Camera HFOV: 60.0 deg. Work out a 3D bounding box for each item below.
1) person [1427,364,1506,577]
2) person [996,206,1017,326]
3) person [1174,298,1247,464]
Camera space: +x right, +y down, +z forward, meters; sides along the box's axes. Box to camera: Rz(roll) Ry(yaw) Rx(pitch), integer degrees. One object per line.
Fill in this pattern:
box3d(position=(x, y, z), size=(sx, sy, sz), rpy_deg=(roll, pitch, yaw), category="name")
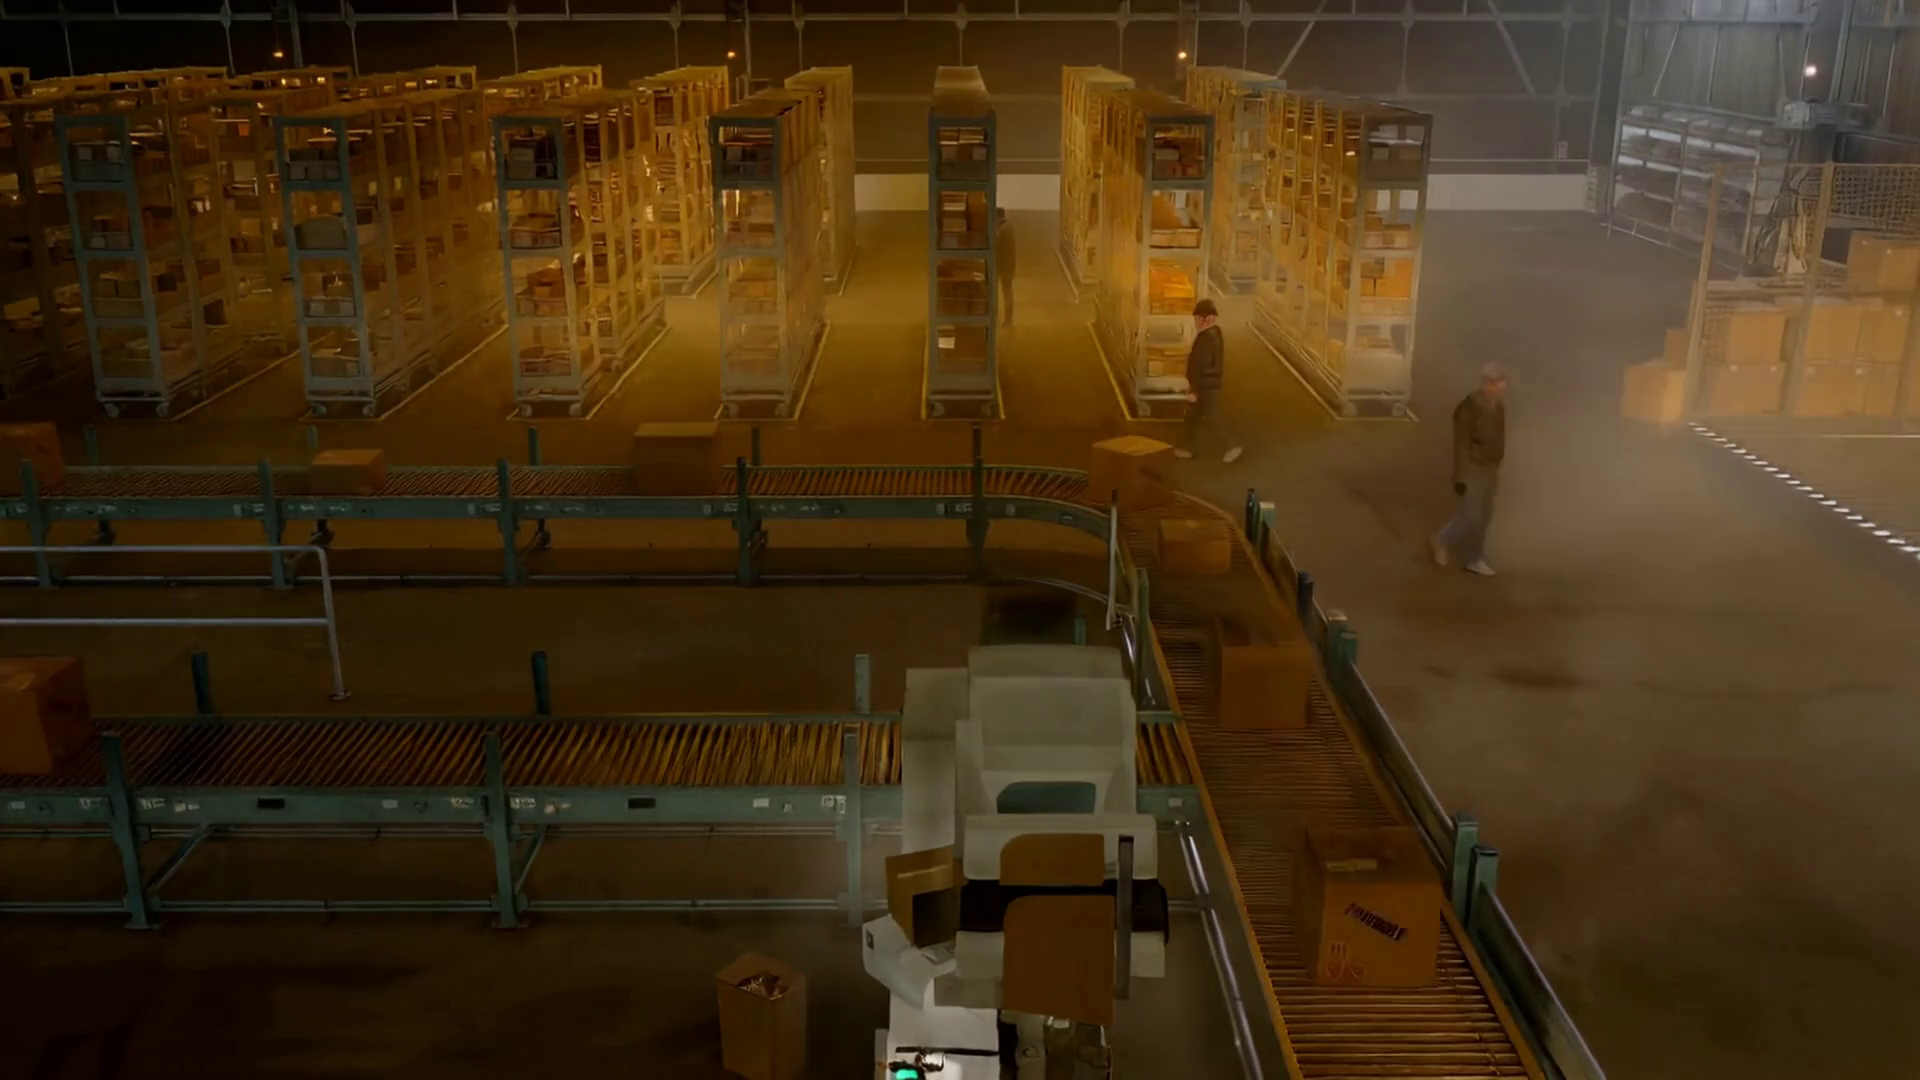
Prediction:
box3d(position=(4.460, -0.608, 14.451), size=(0.665, 1.888, 0.504), rpy_deg=(-15, 24, -39), category="person")
box3d(position=(0.625, -4.249, 25.770), size=(0.573, 1.831, 0.405), rpy_deg=(11, 21, 30), category="person")
box3d(position=(2.716, -1.717, 18.023), size=(0.854, 1.805, 0.593), rpy_deg=(4, 18, 13), category="person")
